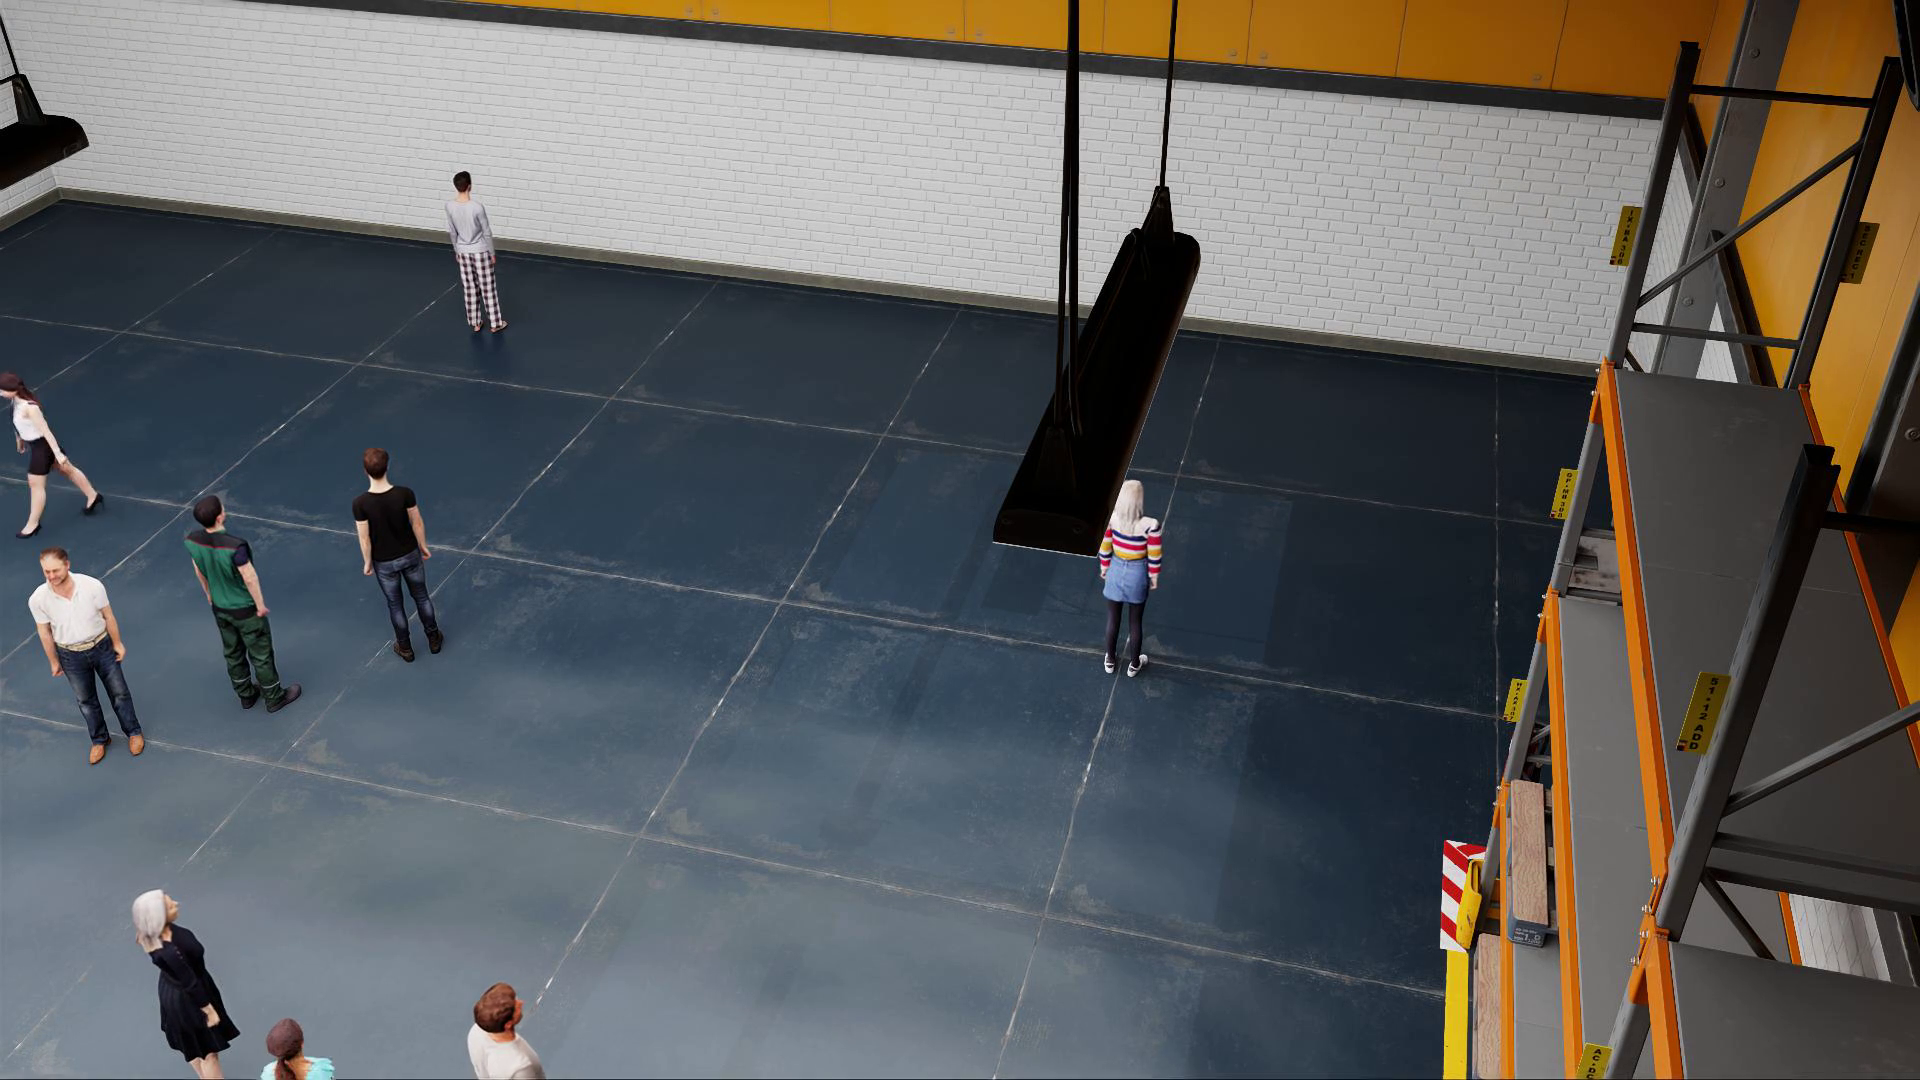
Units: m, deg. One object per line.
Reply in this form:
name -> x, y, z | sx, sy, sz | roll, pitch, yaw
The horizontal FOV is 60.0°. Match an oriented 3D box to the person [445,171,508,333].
person -> -5.362, -3.170, 18.353 | 0.645, 1.848, 0.565 | 4, 34, 6

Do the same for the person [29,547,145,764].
person -> -6.484, 0.809, 12.361 | 0.753, 1.854, 0.770 | -12, 35, -17

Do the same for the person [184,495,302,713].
person -> -5.571, 0.491, 12.798 | 0.666, 1.900, 0.570 | 10, 35, 15

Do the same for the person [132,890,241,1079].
person -> -4.461, 2.678, 9.645 | 0.692, 1.747, 0.714 | 28, 43, 36

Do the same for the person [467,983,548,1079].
person -> -2.353, 3.085, 8.890 | 0.755, 1.905, 0.754 | 27, 42, 35

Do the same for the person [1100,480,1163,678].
person -> 1.329, 0.295, 13.175 | 0.662, 1.809, 0.530 | 11, 35, 15

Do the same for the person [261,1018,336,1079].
person -> -3.505, 3.215, 9.027 | 0.656, 1.536, 1.050 | 3, 34, 5

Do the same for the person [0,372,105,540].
person -> -8.216, -0.829, 15.056 | 1.172, 1.599, 0.982 | -29, 43, -36

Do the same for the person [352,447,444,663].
person -> -4.528, 0.126, 13.352 | 0.744, 1.894, 0.797 | -17, 37, -24
